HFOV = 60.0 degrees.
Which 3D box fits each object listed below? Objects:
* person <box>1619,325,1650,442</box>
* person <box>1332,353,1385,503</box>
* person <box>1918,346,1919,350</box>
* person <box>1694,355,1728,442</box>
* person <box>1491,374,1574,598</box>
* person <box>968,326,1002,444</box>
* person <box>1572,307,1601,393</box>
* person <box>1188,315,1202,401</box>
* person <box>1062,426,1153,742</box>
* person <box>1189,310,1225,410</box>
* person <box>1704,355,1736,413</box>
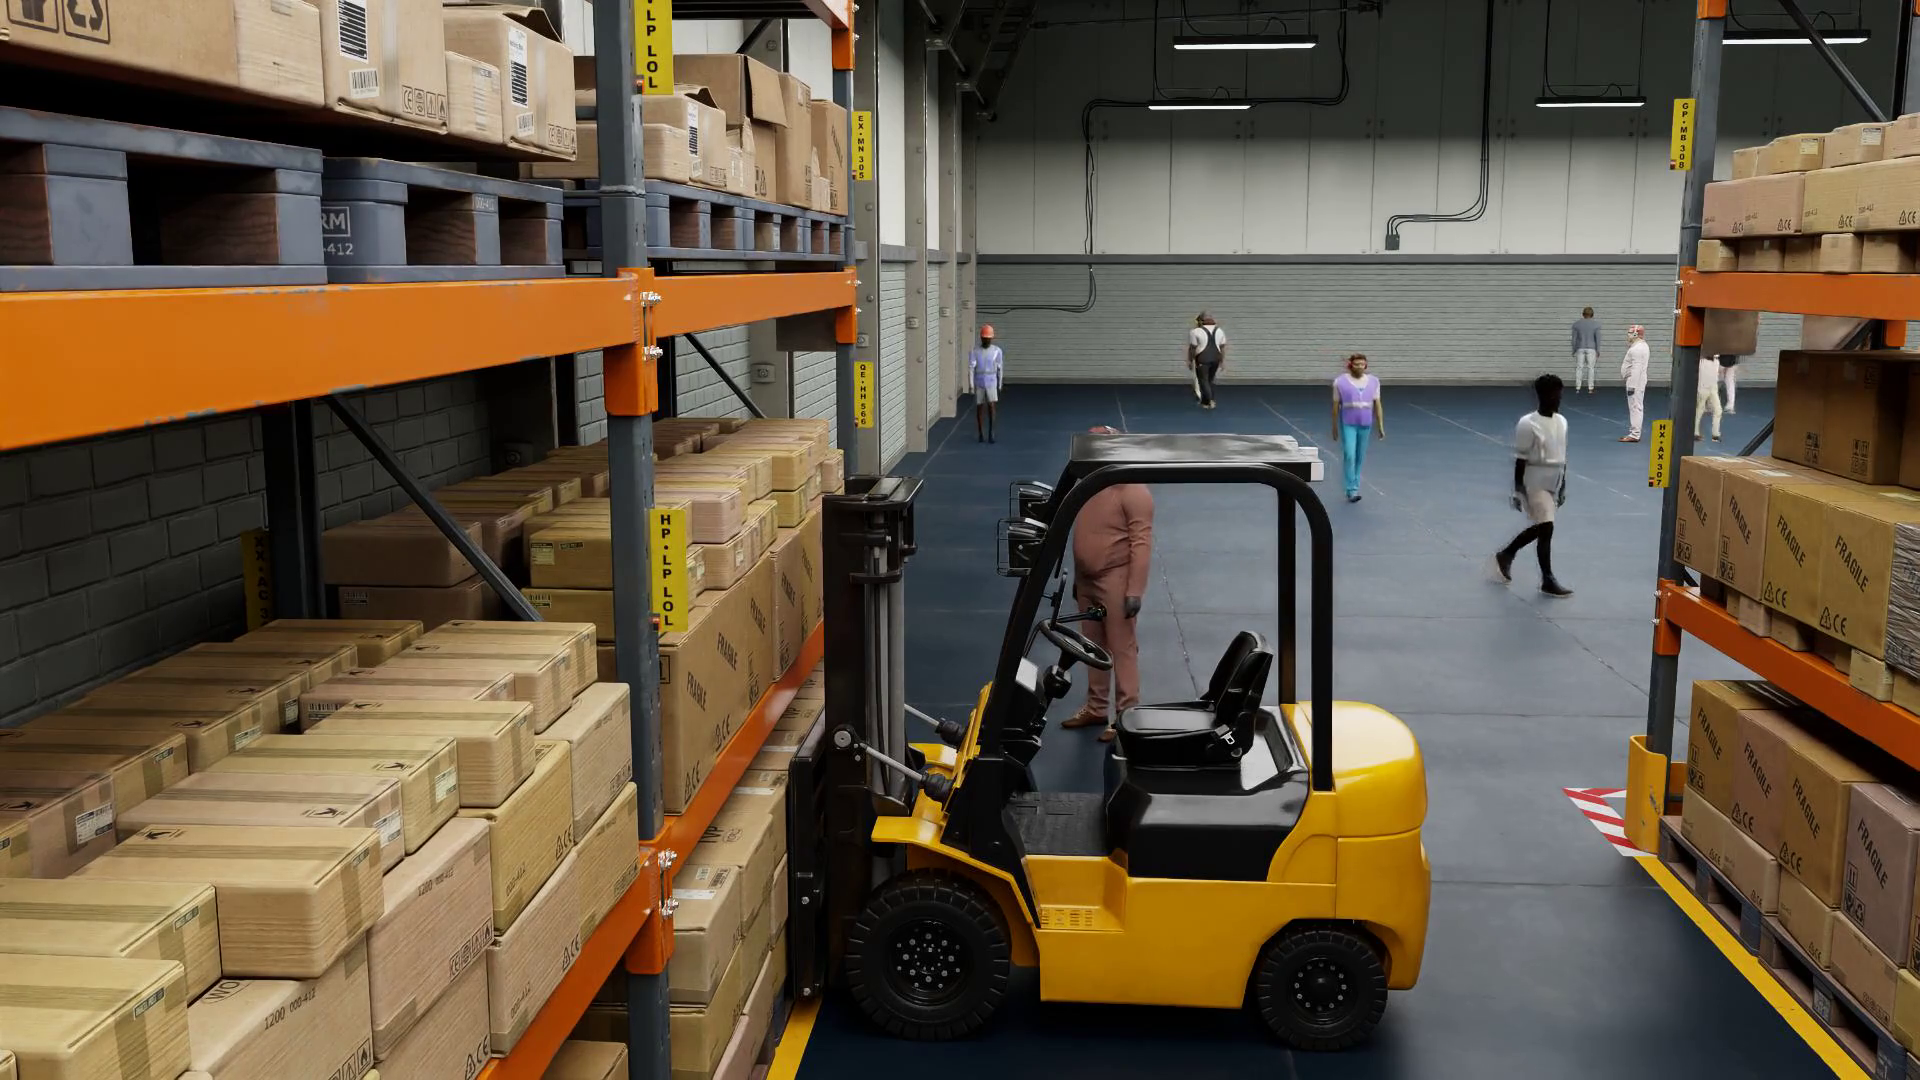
[{"bbox_3d":[10.947,-2.539,27.031,0.402,1.911,0.639,5,11,30],"label":"person"},{"bbox_3d":[4.827,-1.341,20.073,0.579,1.811,0.883,-2,9,-9],"label":"person"},{"bbox_3d":[18.216,-3.125,31.218,0.537,1.695,0.321,2,10,11],"label":"person"},{"bbox_3d":[12.165,-2.373,26.899,0.527,1.603,0.675,-5,11,-29],"label":"person"},{"bbox_3d":[5.052,-0.502,14.611,0.609,1.940,0.876,-6,11,-34],"label":"person"},{"bbox_3d":[0.406,-2.490,26.770,0.552,1.888,0.969,0,9,1],"label":"person"},{"bbox_3d":[14.083,-4.268,37.409,0.627,1.941,0.370,5,11,30],"label":"person"},{"bbox_3d":[5.097,-3.890,35.419,0.539,1.846,0.628,-3,10,-15],"label":"person"},{"bbox_3d":[0.872,0.260,10.075,0.401,1.906,0.650,-6,11,-31],"label":"person"},{"bbox_3d":[4.917,-3.591,33.003,0.694,2.000,0.875,-4,10,-21],"label":"person"},{"bbox_3d":[14.817,-3.453,32.381,0.653,1.964,0.756,-5,11,-30],"label":"person"}]
